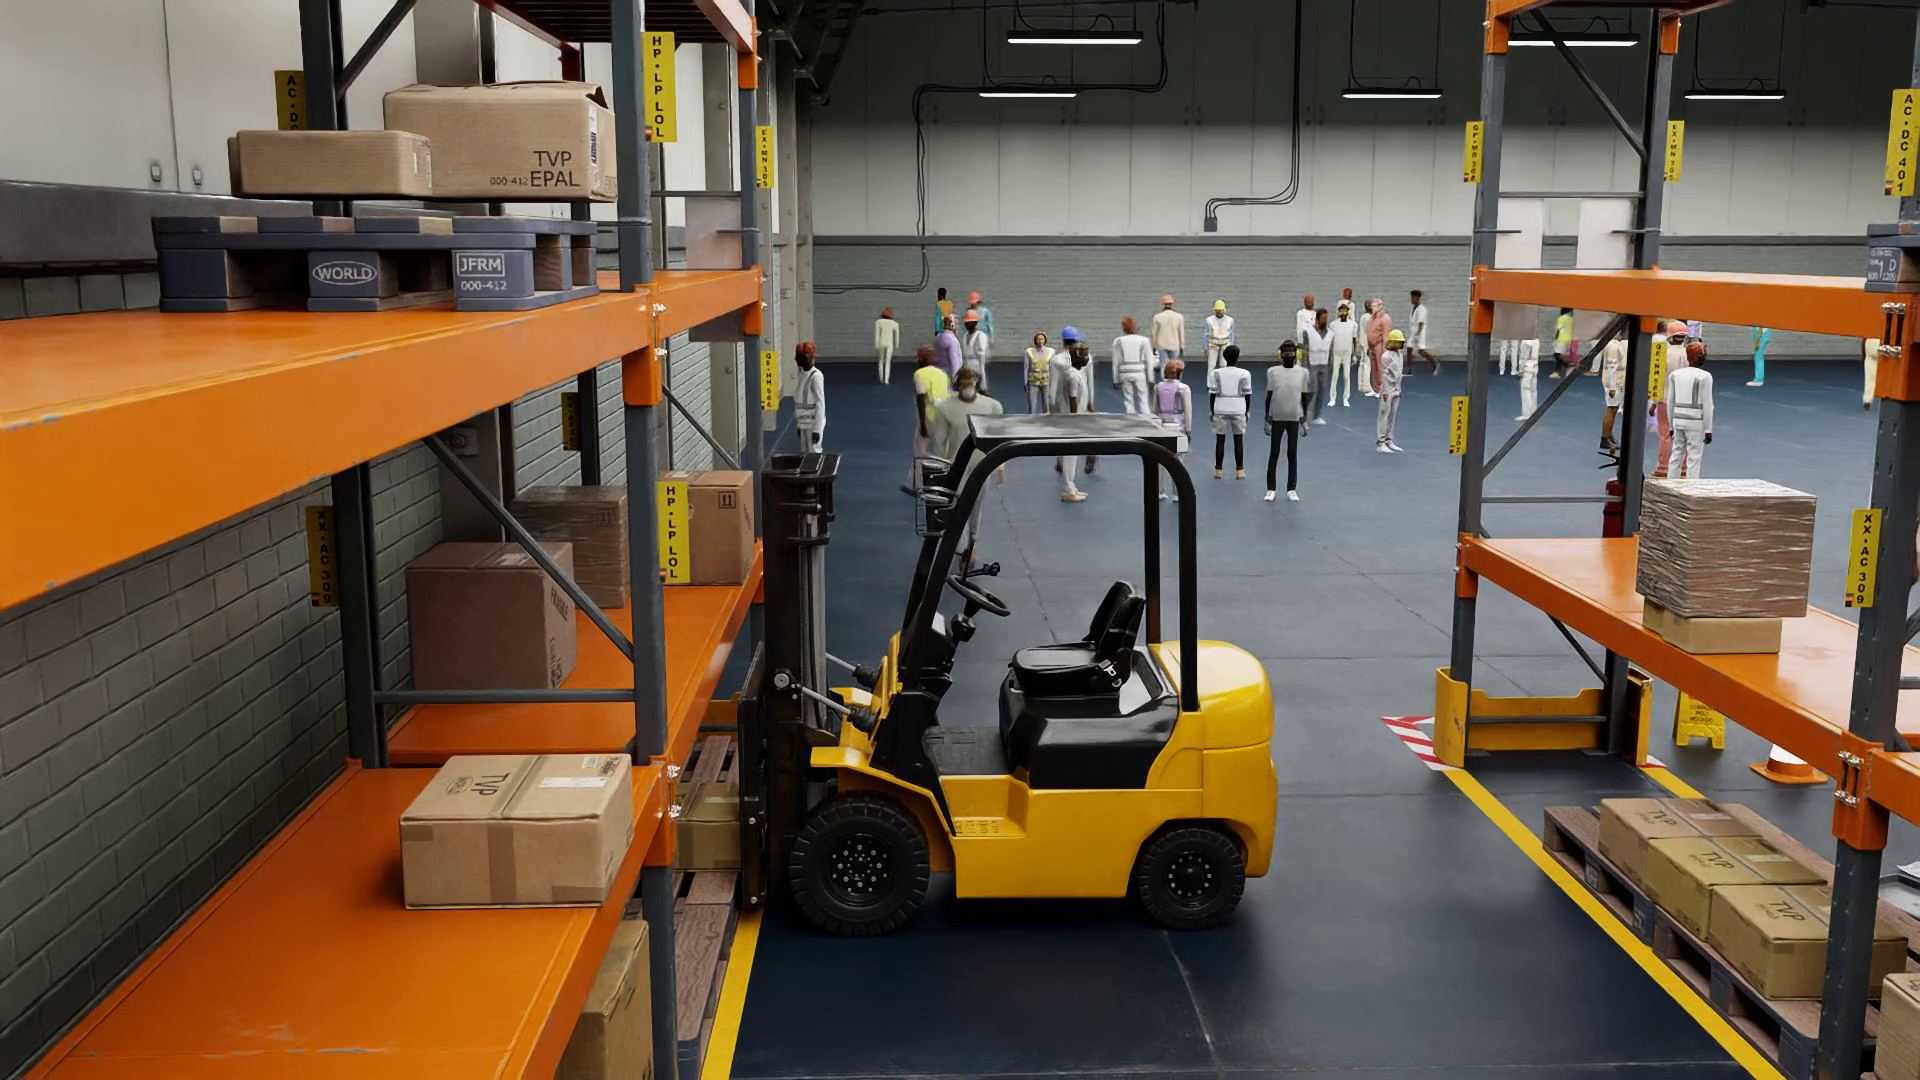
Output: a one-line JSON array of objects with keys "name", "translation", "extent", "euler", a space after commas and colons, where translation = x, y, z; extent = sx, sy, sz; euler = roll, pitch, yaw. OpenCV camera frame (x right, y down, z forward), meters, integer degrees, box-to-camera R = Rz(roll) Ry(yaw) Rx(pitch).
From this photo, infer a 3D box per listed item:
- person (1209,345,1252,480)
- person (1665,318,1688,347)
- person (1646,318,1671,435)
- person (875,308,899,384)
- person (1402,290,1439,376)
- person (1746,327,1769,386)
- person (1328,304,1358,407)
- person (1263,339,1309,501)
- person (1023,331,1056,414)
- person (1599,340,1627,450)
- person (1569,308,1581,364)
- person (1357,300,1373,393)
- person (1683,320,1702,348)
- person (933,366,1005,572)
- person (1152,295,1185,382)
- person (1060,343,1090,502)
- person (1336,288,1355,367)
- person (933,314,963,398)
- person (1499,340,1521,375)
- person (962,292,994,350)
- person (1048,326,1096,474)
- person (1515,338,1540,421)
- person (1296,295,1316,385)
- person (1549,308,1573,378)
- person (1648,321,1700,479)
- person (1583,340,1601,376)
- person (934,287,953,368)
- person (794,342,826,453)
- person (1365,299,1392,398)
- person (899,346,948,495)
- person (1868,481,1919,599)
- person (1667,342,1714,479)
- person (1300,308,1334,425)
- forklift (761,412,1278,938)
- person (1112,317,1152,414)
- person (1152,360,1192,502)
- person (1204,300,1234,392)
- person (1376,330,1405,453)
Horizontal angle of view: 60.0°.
[{"name": "person", "translation": [3.402, -1.608, 20.967], "extent": [0.539, 1.698, 0.318], "euler": [2, 10, 12]}, {"name": "person", "translation": [15.267, -4.284, 35.483], "extent": [0.430, 1.845, 0.624], "euler": [1, 10, 6]}, {"name": "person", "translation": [10.877, -2.568, 26.062], "extent": [0.527, 1.794, 0.955], "euler": [1, 10, 8]}, {"name": "person", "translation": [-1.541, -4.095, 35.111], "extent": [0.504, 1.586, 0.649], "euler": [0, 10, -2]}, {"name": "person", "translation": [10.260, -4.610, 37.047], "extent": [0.798, 1.935, 0.610], "euler": [-2, 10, -13]}, {"name": "person", "translation": [16.604, -4.111, 34.549], "extent": [0.357, 1.835, 0.516], "euler": [6, 12, 30]}, {"name": "person", "translation": [6.949, -3.353, 30.216], "extent": [0.523, 1.870, 0.317], "euler": [3, 11, 16]}, {"name": "person", "translation": [3.770, -1.379, 19.215], "extent": [0.515, 1.873, 0.329], "euler": [1, 10, 6]}, {"name": "person", "translation": [1.225, -2.383, 25.487], "extent": [0.518, 1.632, 0.316], "euler": [0, 10, -2]}, {"name": "person", "translation": [9.474, -2.262, 23.997], "extent": [0.391, 1.924, 0.551], "euler": [6, 12, 30]}, {"name": "person", "translation": [15.109, -5.290, 40.660], "extent": [0.377, 1.995, 0.608], "euler": [3, 11, 16]}, {"name": "person", "translation": [8.106, -3.845, 33.021], "extent": [0.333, 1.844, 0.514], "euler": [-2, 10, -9]}, {"name": "person", "translation": [15.935, -4.477, 36.316], "extent": [0.589, 1.927, 0.387], "euler": [-1, 10, -6]}, {"name": "person", "translation": [0.078, -0.648, 15.171], "extent": [0.630, 1.877, 1.087], "euler": [-2, 10, -11]}, {"name": "person", "translation": [3.992, -3.719, 31.981], "extent": [0.617, 1.972, 0.437], "euler": [-1, 10, -6]}, {"name": "person", "translation": [1.323, -1.353, 19.185], "extent": [0.344, 1.838, 0.501], "euler": [1, 10, 3]}, {"name": "person", "translation": [9.248, -5.098, 39.929], "extent": [0.367, 1.879, 0.580], "euler": [-7, 12, -33]}, {"name": "person", "translation": [-0.159, -2.457, 25.157], "extent": [0.400, 1.900, 0.647], "euler": [-4, 11, -22]}, {"name": "person", "translation": [12.409, -4.690, 37.527], "extent": [0.596, 1.916, 0.372], "euler": [5, 12, 28]}, {"name": "person", "translation": [0.358, -4.124, 34.291], "extent": [0.630, 1.967, 1.016], "euler": [4, 11, 23]}, {"name": "person", "translation": [1.452, -1.776, 21.305], "extent": [0.634, 1.919, 0.764], "euler": [-3, 11, -17]}, {"name": "person", "translation": [9.527, -2.817, 27.880], "extent": [0.523, 1.636, 0.310], "euler": [-10, 14, -43]}, {"name": "person", "translation": [7.209, -4.145, 34.589], "extent": [0.584, 1.882, 0.337], "euler": [-9, 14, -41]}, {"name": "person", "translation": [13.214, -4.354, 36.384], "extent": [0.543, 1.661, 0.581], "euler": [8, 13, 39]}, {"name": "person", "translation": [8.968, -1.747, 20.916], "extent": [0.612, 1.996, 0.388], "euler": [-1, 10, -6]}, {"name": "person", "translation": [14.227, -4.650, 37.249], "extent": [0.372, 1.940, 0.632], "euler": [6, 12, 30]}, {"name": "person", "translation": [-0.368, -5.010, 39.357], "extent": [0.395, 1.910, 0.586], "euler": [7, 12, 34]}, {"name": "person", "translation": [-1.681, -1.267, 18.557], "extent": [0.361, 1.884, 0.574], "euler": [-4, 11, -23]}, {"name": "person", "translation": [8.038, -3.686, 32.038], "extent": [0.411, 1.895, 0.659], "euler": [-3, 11, -15]}, {"name": "person", "translation": [-0.368, -1.371, 19.421], "extent": [0.953, 1.769, 0.628], "euler": [9, 13, 40]}, {"name": "person", "translation": [6.200, 0.103, 11.053], "extent": [0.388, 1.838, 0.563], "euler": [2, 10, 10]}, {"name": "person", "translation": [8.107, -1.249, 18.460], "extent": [0.355, 1.883, 0.573], "euler": [-5, 11, -25]}, {"name": "person", "translation": [5.866, -2.850, 27.284], "extent": [0.601, 1.907, 0.453], "euler": [-4, 11, -23]}, {"name": "forklift", "translation": [0.291, 0.548, 7.580], "extent": [2.313, 2.155, 1.214], "euler": [0, 10, -2]}, {"name": "person", "translation": [2.598, -2.442, 25.191], "extent": [0.618, 1.855, 0.381], "euler": [0, 10, 2]}, {"name": "person", "translation": [2.441, -1.253, 19.167], "extent": [0.521, 1.636, 0.311], "euler": [9, 14, 41]}, {"name": "person", "translation": [5.141, -3.841, 33.037], "extent": [0.600, 1.829, 0.404], "euler": [0, 10, 0]}, {"name": "person", "translation": [6.165, -2.122, 23.707], "extent": [0.308, 1.744, 0.485], "euler": [9, 14, 42]}]
